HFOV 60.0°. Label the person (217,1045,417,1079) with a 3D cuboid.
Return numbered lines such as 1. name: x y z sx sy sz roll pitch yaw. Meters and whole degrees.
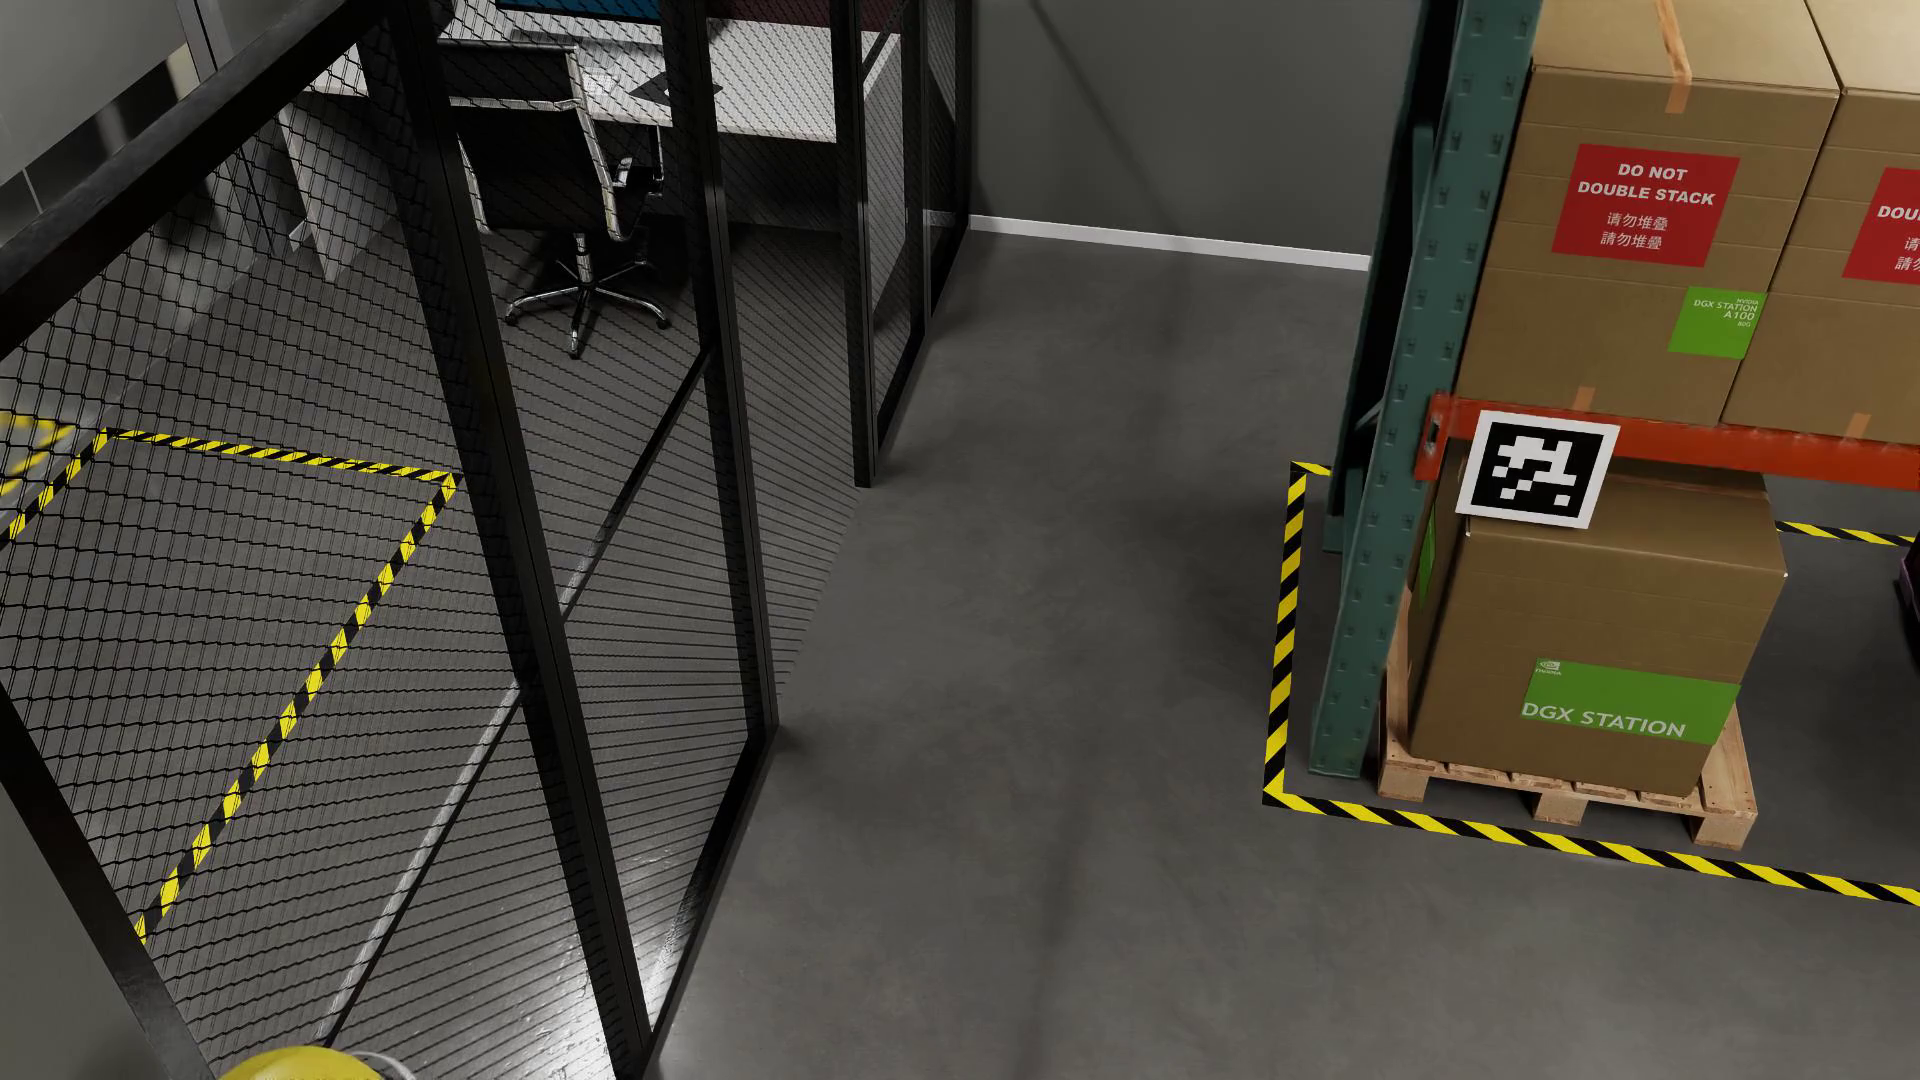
1. person: -0.673 1.222 2.170 0.586 1.833 0.403 13 43 14
